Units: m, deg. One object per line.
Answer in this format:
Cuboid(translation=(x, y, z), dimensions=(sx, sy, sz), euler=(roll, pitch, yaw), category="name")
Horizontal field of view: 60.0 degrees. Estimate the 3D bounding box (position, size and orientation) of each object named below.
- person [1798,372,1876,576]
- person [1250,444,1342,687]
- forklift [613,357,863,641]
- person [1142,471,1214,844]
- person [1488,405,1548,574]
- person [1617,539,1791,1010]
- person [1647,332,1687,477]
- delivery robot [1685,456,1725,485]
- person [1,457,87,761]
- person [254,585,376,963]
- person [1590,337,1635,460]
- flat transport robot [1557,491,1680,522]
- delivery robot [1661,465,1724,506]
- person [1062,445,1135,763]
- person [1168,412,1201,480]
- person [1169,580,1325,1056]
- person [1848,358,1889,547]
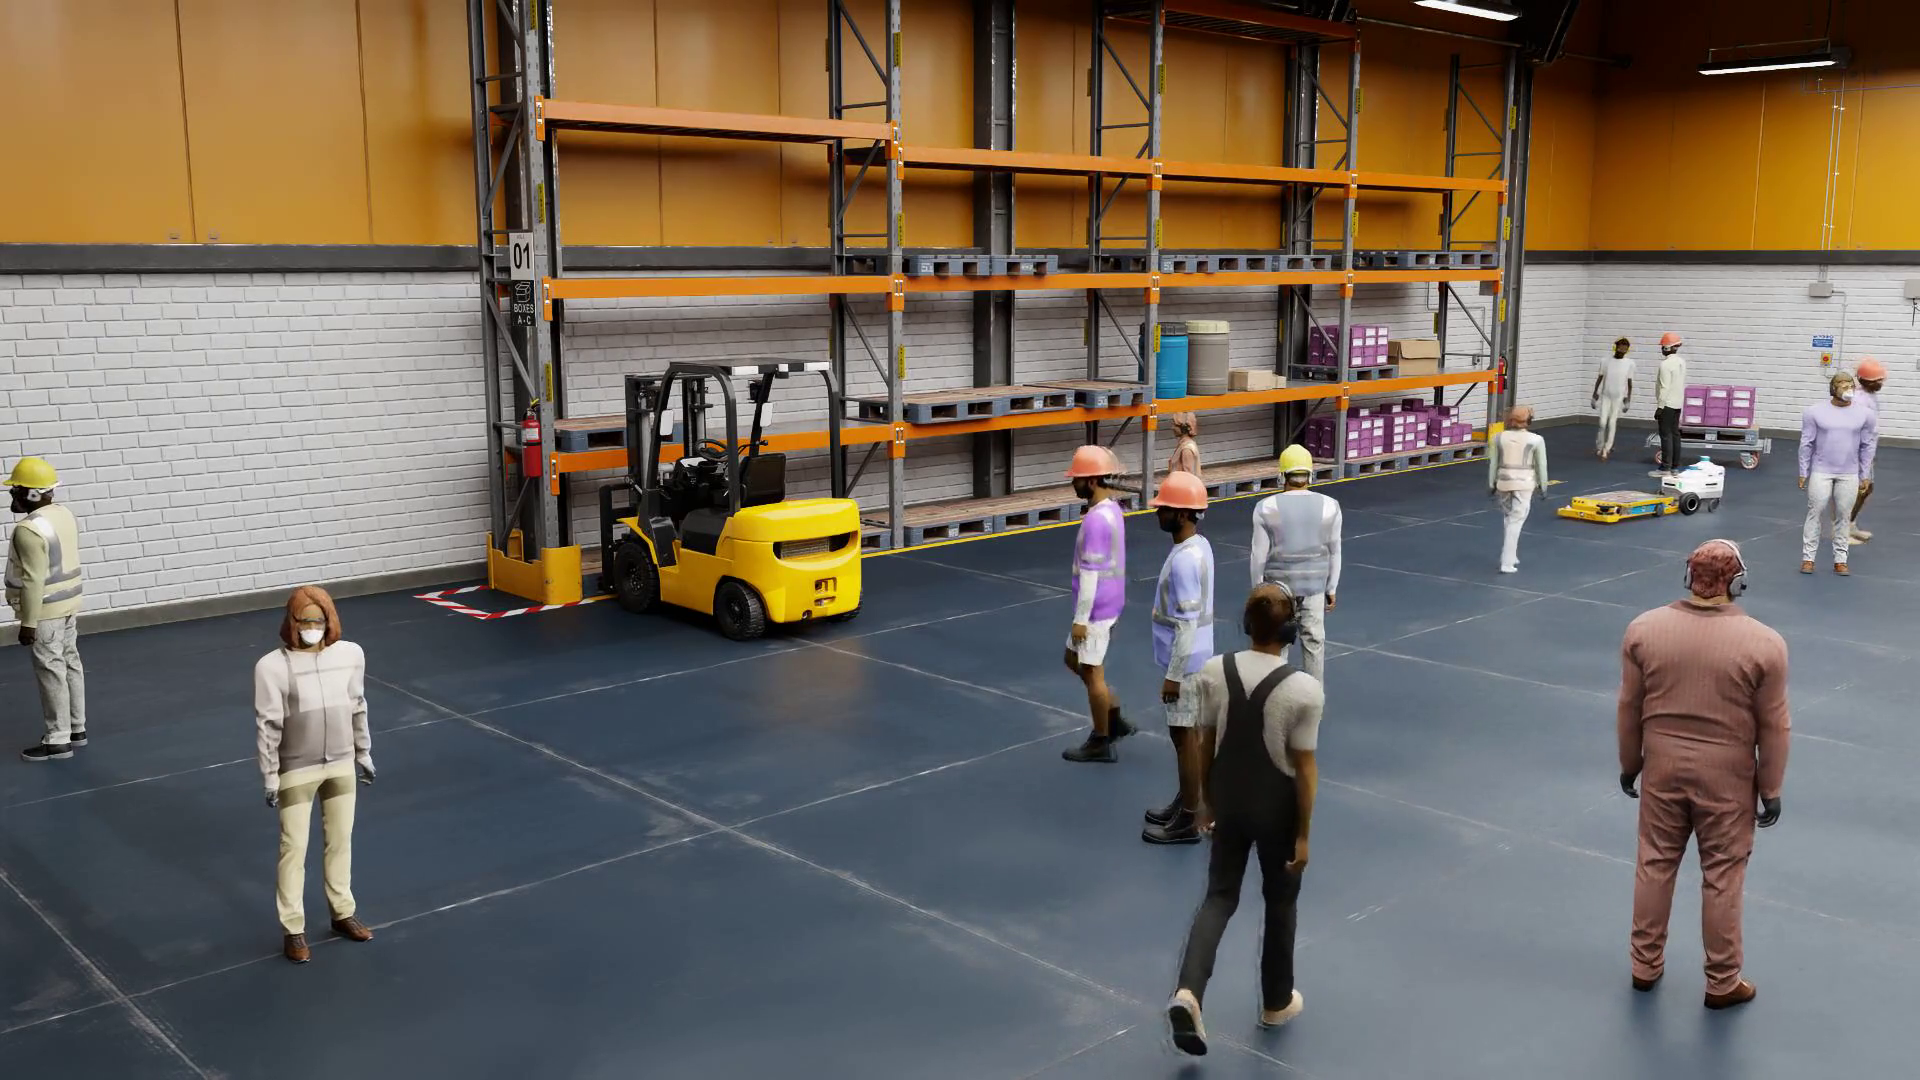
Cuboid(translation=(8.330, -0.628, 15.850), dimensions=(0.635, 1.939, 0.360), euler=(4, 10, 20), category="person")
Cuboid(translation=(2.159, 0.298, 10.773), dimensions=(0.600, 1.831, 0.412), euler=(-1, 10, -4), category="person")
Cuboid(translation=(-1.847, -0.414, 13.852), dimensions=(1.214, 2.155, 2.313), euler=(-9, 13, -42), category="forklift")
Cuboid(translation=(1.133, 0.607, 8.616), dimensions=(0.350, 1.942, 0.545), euler=(2, 10, 11), category="person")
Cuboid(translation=(5.398, -0.495, 15.998), dimensions=(0.535, 1.609, 0.690), euler=(9, 13, 42), category="person")
Cuboid(translation=(3.021, 0.940, 6.778), dimensions=(0.652, 1.904, 0.403), euler=(8, 13, 40), category="person")
Cuboid(translation=(9.727, -1.853, 22.862), dimensions=(0.613, 1.994, 0.395), euler=(-9, 13, -42), category="person")
Cuboid(translation=(9.213, -0.793, 20.590), dimensions=(0.477, 0.478, 0.707), euler=(7, 12, 36), category="delivery robot")
Cuboid(translation=(-5.546, 0.409, 10.078), dimensions=(0.404, 1.837, 0.592), euler=(-1, 10, -7), category="person")
Cuboid(translation=(-2.787, 0.997, 7.231), dimensions=(0.283, 1.632, 0.506), euler=(9, 13, 41), category="person")
Cuboid(translation=(9.672, -2.086, 24.697), dimensions=(0.586, 1.835, 0.479), euler=(4, 10, 22), category="person")
Cuboid(translation=(7.700, -0.404, 19.418), dimensions=(1.431, 0.197, 0.652), euler=(-7, 12, -34), category="flat transport robot")
Cuboid(translation=(8.699, -0.647, 19.739), dimensions=(0.707, 0.478, 0.477), euler=(-4, 10, -20), category="delivery robot")
Cuboid(translation=(0.783, 0.393, 9.932), dimensions=(0.395, 1.925, 0.547), euler=(2, 10, 9), category="person")
Cuboid(translation=(2.031, -0.344, 15.071), dimensions=(0.307, 1.638, 0.525), euler=(1, 10, 5), category="person")
Cuboid(translation=(1.097, 1.061, 6.324), dimensions=(0.516, 1.827, 0.787), euler=(7, 12, 34), category="person")
Cuboid(translation=(9.418, -0.907, 17.338), dimensions=(0.461, 1.989, 0.728), euler=(8, 13, 39), category="person")
